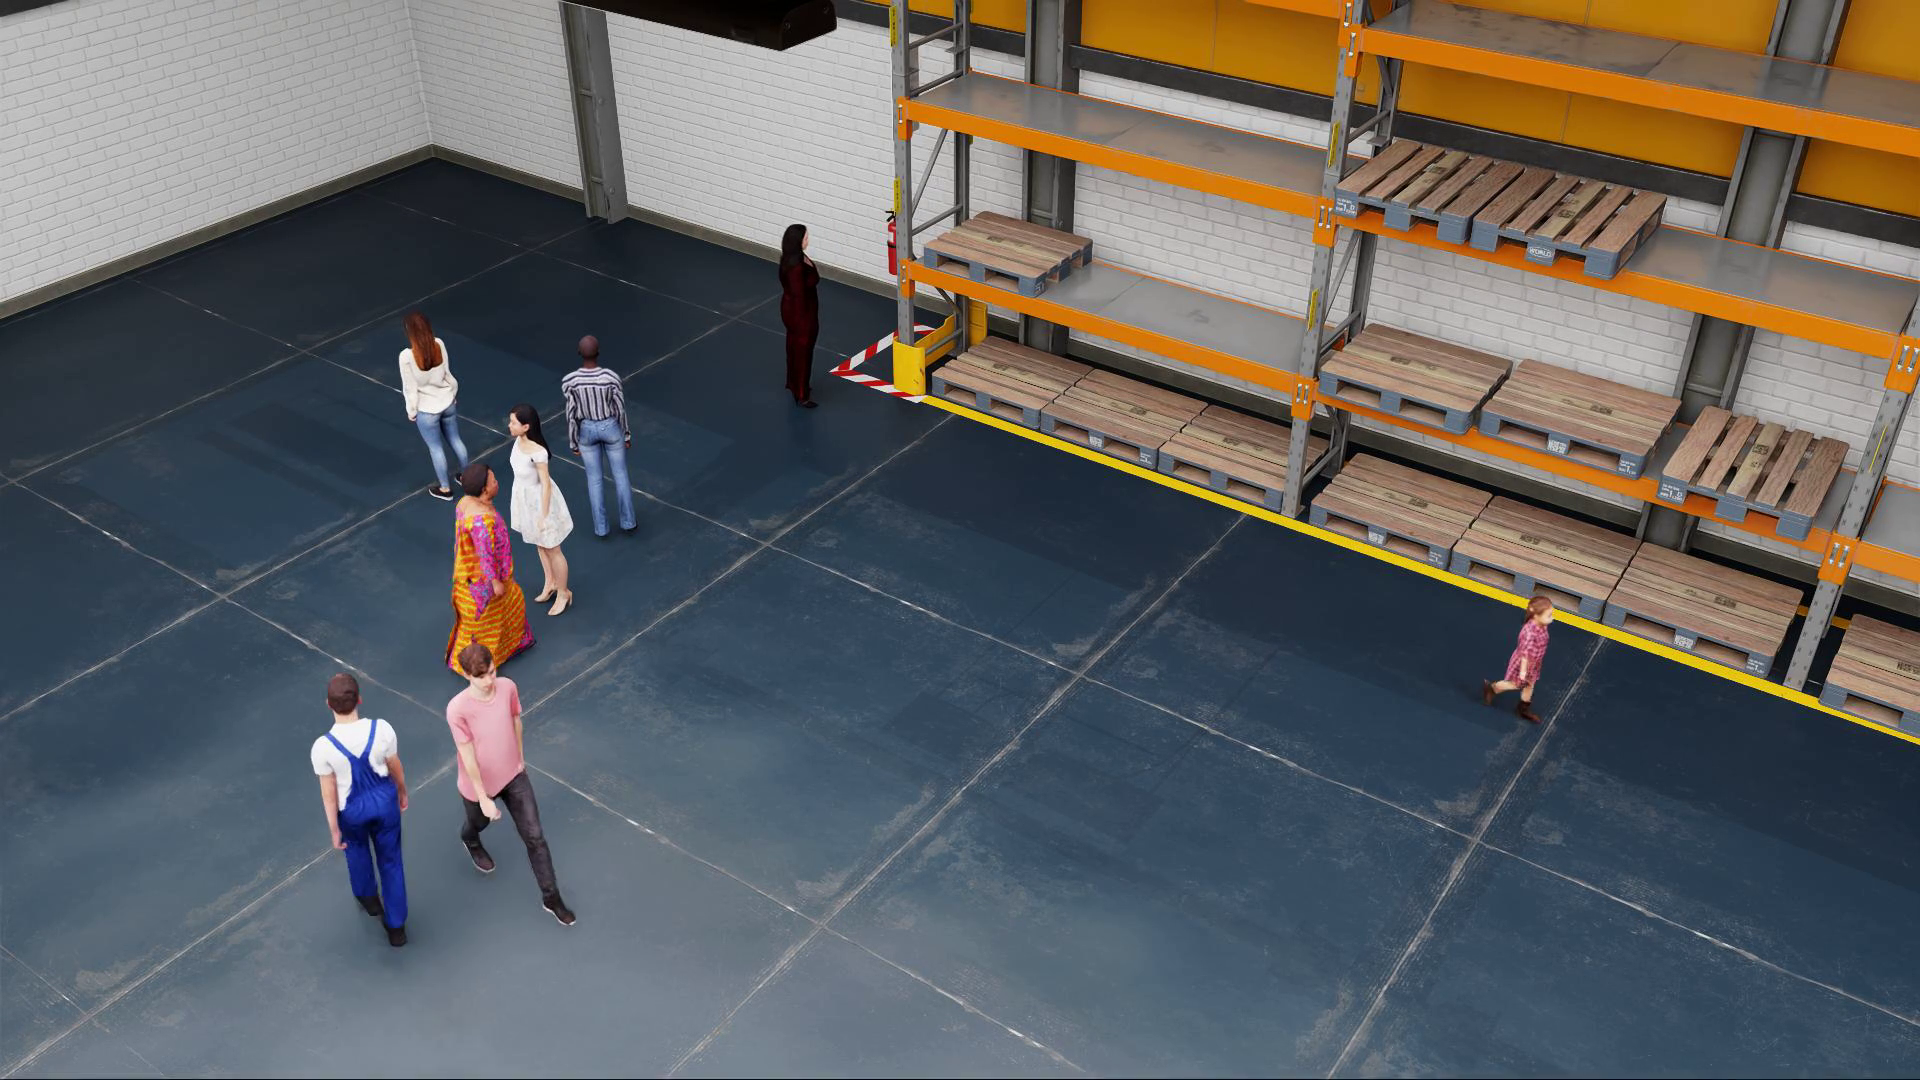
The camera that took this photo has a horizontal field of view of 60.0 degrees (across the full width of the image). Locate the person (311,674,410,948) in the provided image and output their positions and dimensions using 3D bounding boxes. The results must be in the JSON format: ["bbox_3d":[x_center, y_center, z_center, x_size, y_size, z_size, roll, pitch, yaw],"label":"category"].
[{"bbox_3d":[-3.375,1.617,9.568,0.846,1.826,0.968,-18,38,-25],"label":"person"}]

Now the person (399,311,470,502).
[{"bbox_3d":[-4.363,-1.118,13.804,0.586,1.692,0.637,27,42,34],"label":"person"}]

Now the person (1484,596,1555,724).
[{"bbox_3d":[3.891,0.808,11.518,0.667,1.015,0.465,25,41,33],"label":"person"}]

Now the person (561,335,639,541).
[{"bbox_3d":[-2.859,-0.807,13.243,0.709,1.794,0.761,-7,34,-10],"label":"person"}]

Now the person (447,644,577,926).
[{"bbox_3d":[-2.827,1.378,9.852,0.818,1.910,1.321,-28,43,-35],"label":"person"}]

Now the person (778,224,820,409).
[{"bbox_3d":[-1.477,-2.052,15.153,0.819,1.753,0.746,-8,34,-12],"label":"person"}]

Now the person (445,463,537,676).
[{"bbox_3d":[-3.431,0.225,11.834,0.991,1.635,0.969,-8,35,-12],"label":"person"}]

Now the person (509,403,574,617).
[{"bbox_3d":[-3.141,-0.233,12.397,0.801,1.774,0.695,-21,39,-28],"label":"person"}]
